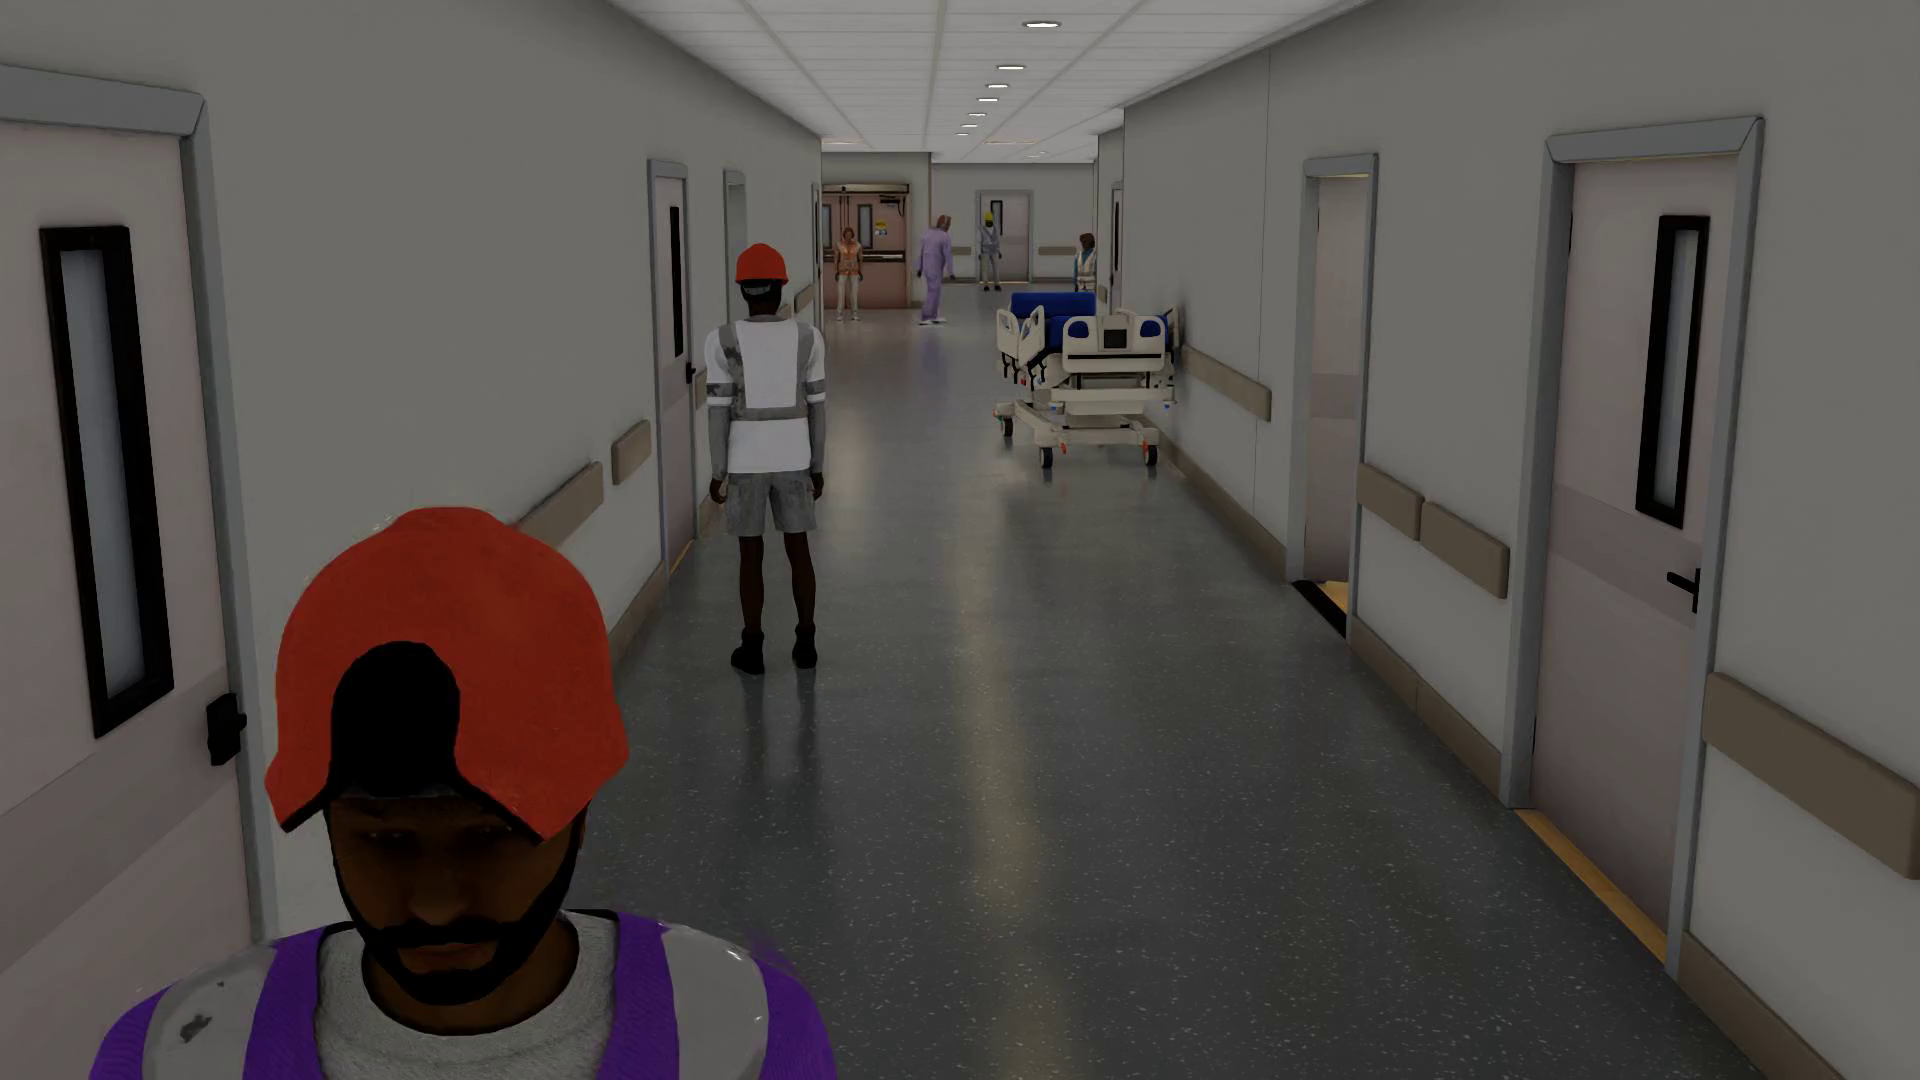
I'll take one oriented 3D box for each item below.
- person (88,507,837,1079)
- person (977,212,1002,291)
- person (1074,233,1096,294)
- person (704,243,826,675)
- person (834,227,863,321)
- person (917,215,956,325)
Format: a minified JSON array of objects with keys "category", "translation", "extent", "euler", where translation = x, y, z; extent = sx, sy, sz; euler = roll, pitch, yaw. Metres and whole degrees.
[{"category":"person","translation":[-0.356,0.914,1.317],"extent":[0.564,1.927,0.424],"euler":[-3,12,-12]},{"category":"person","translation":[0.689,-6.744,38.901],"extent":[0.625,1.821,0.427],"euler":[-4,12,-21]},{"category":"person","translation":[1.901,-3.726,24.661],"extent":[0.512,1.628,0.318],"euler":[10,15,39]},{"category":"person","translation":[-0.877,-0.358,7.512],"extent":[0.548,1.931,0.381],"euler":[-4,12,-18]},{"category":"person","translation":[-1.962,-4.688,29.319],"extent":[0.514,1.639,0.315],"euler":[-2,12,-11]},{"category":"person","translation":[-0.398,-4.578,28.264],"extent":[0.708,1.853,0.673],"euler":[-8,14,-35]}]
